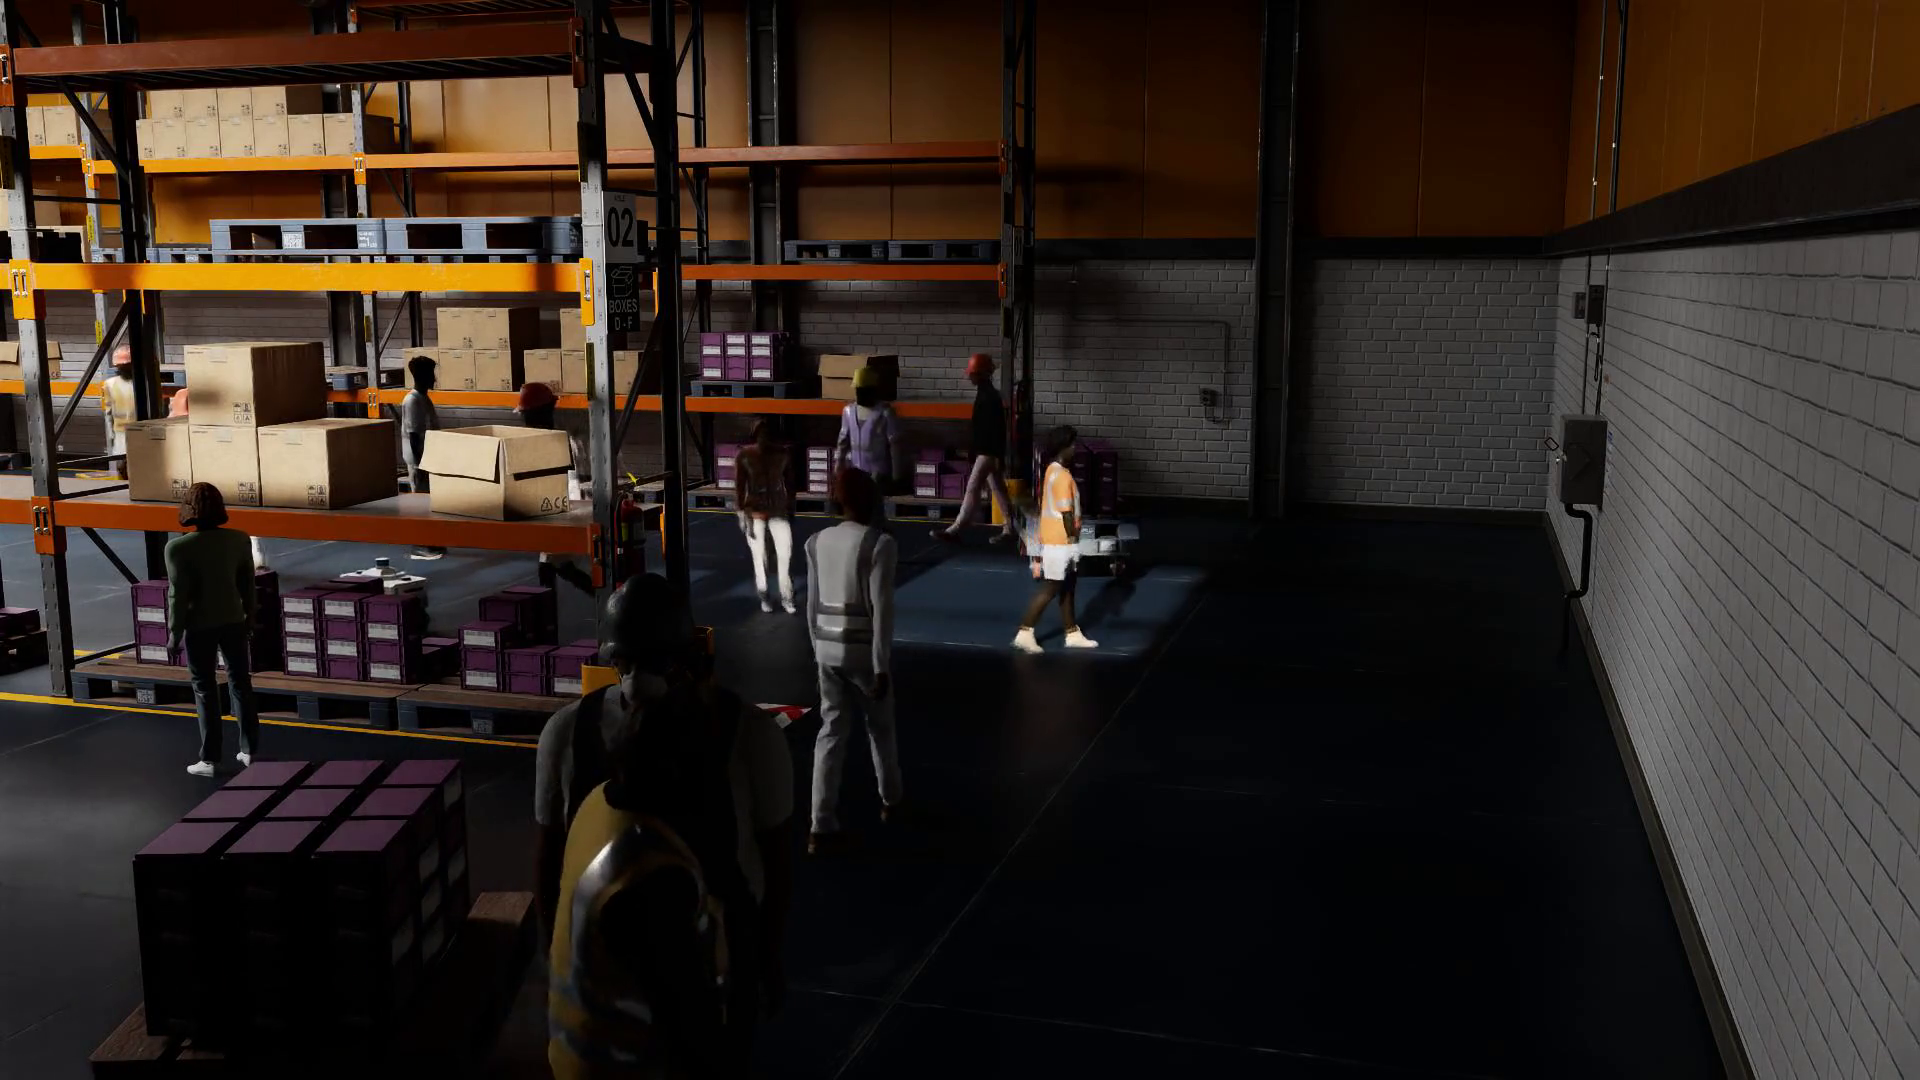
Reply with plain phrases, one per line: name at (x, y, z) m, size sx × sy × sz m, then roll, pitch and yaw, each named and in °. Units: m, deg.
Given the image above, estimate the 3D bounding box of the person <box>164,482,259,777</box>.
person at (-4.138, 0.492, 9.218) m, size 0.265 × 1.632 × 0.508 m, roll 7°, pitch 12°, yaw 36°

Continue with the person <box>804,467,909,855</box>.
person at (-0.505, 0.565, 8.152) m, size 0.598 × 1.832 × 0.923 m, roll 6°, pitch 11°, yaw 32°

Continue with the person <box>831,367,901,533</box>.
person at (-0.895, -0.640, 15.351) m, size 0.598 × 1.886 × 0.938 m, roll 7°, pitch 12°, yaw 37°

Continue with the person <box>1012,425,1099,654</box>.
person at (0.701, -0.003, 12.148) m, size 0.548 × 1.703 × 0.558 m, roll 0°, pitch 9°, yaw 0°

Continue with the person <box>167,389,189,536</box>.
person at (-5.556, -0.148, 12.222) m, size 0.547 × 1.929 × 0.385 m, roll 6°, pitch 11°, yaw 31°

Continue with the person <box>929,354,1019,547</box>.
person at (0.154, -0.888, 16.685) m, size 1.014 × 1.933 × 0.663 m, roll -1°, pitch 9°, yaw -8°

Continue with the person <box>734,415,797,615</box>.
person at (-1.553, -0.187, 13.402) m, size 0.523 × 1.623 × 0.529 m, roll -3°, pitch 10°, yaw -18°

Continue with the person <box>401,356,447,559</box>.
person at (-5.191, -0.800, 16.081) m, size 0.362 × 1.963 × 0.613 m, roll -1°, pitch 9°, yaw -8°

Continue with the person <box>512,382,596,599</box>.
person at (-2.884, -0.174, 12.224) m, size 0.959 × 2.002 × 0.645 m, roll -7°, pitch 11°, yaw -35°

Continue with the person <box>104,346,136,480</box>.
person at (-9.351, -1.223, 18.777) m, size 0.547 × 1.923 × 0.464 m, roll -2°, pitch 10°, yaw -12°

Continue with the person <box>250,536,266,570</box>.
person at (-6.766, -0.560, 15.237) m, size 0.907 × 1.807 × 0.640 m, roll 7°, pitch 12°, yaw 38°

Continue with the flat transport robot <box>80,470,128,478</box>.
flat transport robot at (-10.452, -0.762, 21.002) m, size 1.431 × 0.197 × 0.652 m, roll -8°, pitch 12°, yaw -41°

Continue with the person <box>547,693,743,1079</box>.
person at (-0.700, 1.253, 4.030) m, size 0.689 × 1.813 × 0.641 m, roll -2°, pitch 10°, yaw -14°

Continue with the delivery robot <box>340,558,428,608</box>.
delivery robot at (-4.464, 0.381, 12.890) m, size 0.707 × 0.478 × 0.477 m, roll 6°, pitch 11°, yaw 31°
